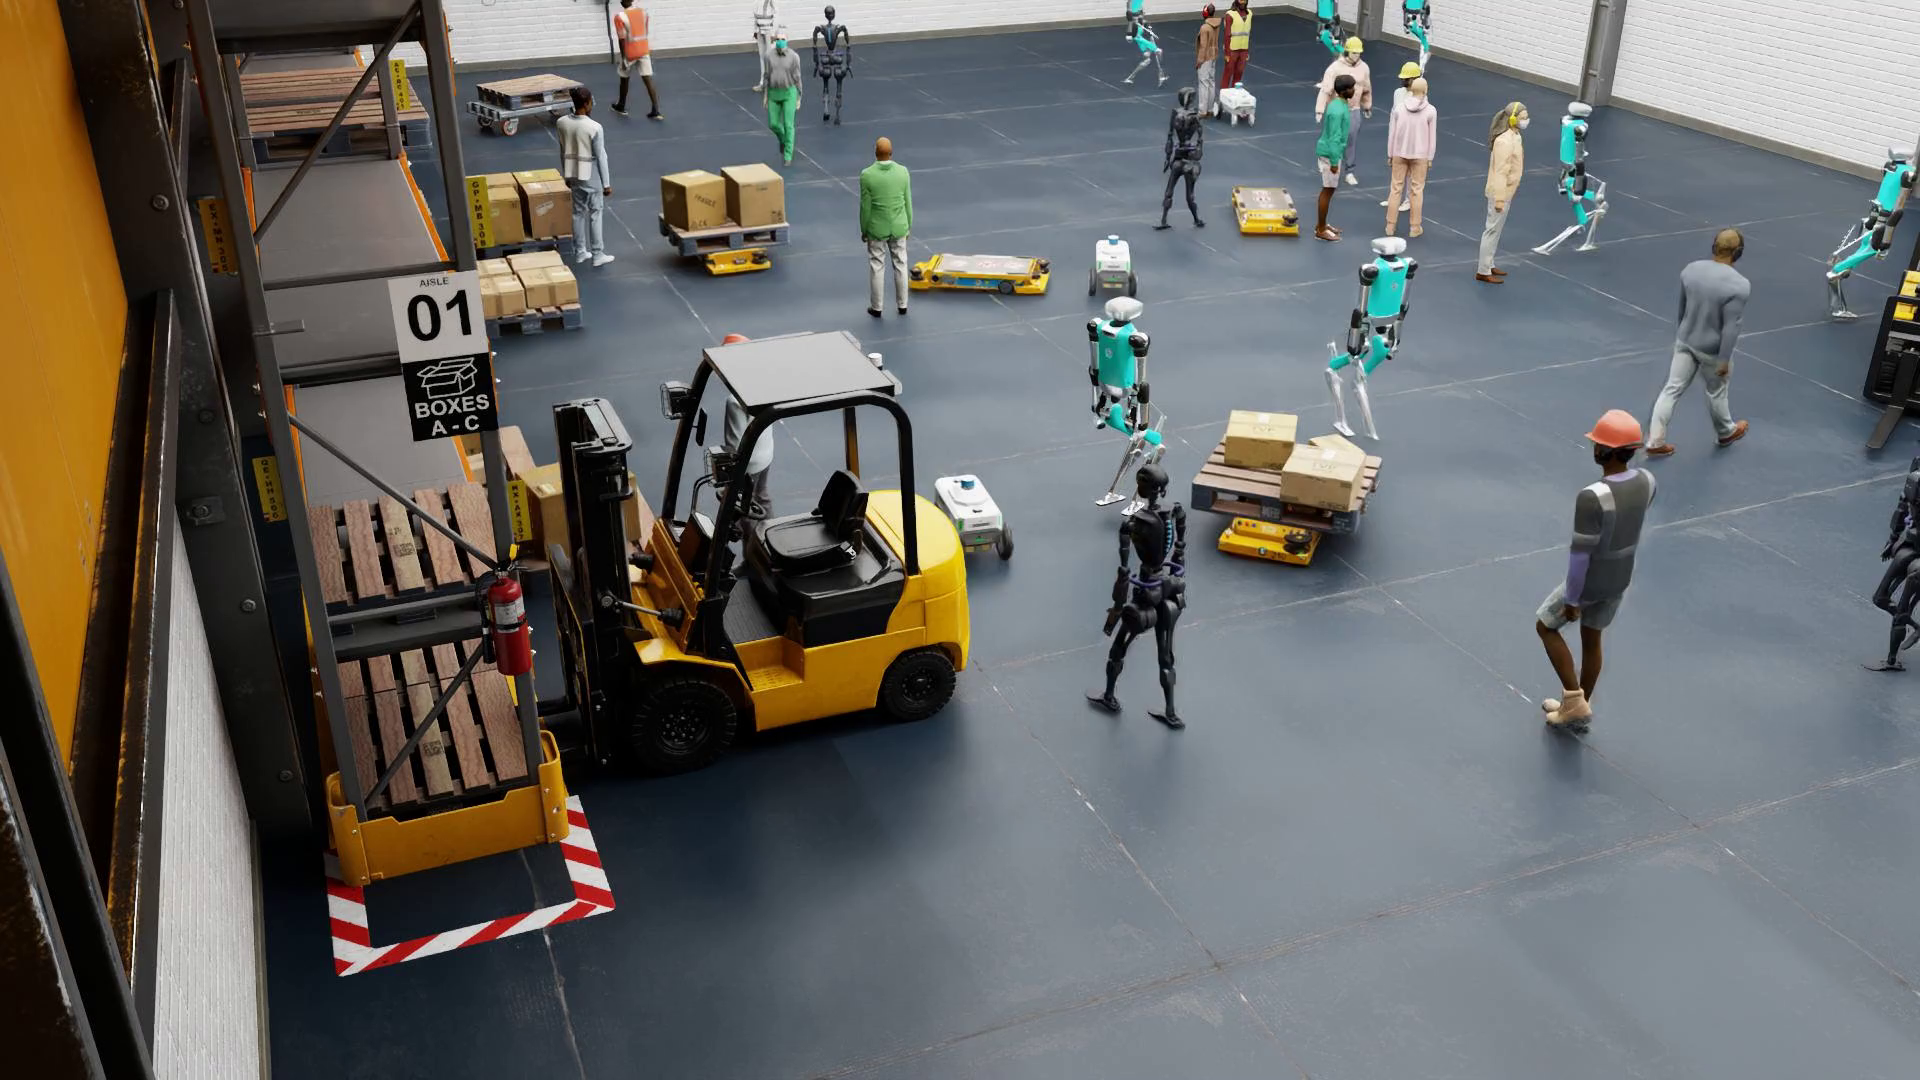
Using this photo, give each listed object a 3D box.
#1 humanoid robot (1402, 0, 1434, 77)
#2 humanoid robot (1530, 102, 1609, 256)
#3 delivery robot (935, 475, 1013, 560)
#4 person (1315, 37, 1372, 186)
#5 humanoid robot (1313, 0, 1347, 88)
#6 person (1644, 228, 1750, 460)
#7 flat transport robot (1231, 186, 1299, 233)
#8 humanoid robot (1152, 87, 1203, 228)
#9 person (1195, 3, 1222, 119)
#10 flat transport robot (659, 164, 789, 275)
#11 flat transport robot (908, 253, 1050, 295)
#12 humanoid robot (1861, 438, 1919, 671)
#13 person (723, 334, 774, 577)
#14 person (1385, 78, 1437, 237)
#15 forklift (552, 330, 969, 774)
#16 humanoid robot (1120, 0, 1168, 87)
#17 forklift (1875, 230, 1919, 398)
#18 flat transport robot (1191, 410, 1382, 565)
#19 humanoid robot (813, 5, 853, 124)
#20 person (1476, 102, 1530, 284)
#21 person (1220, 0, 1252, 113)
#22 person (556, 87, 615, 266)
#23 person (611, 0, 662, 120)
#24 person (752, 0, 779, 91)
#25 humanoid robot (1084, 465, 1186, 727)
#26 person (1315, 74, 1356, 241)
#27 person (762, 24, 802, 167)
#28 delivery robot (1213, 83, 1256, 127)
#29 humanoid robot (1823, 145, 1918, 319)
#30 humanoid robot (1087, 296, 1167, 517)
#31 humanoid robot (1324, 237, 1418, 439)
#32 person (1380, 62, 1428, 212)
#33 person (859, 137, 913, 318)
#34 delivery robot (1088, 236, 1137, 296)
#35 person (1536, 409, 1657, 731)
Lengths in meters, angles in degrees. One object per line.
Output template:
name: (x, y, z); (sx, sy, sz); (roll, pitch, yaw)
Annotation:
humanoid robot: (7.529, -8.394, 27.054); (0.811, 1.774, 0.556); (-18, 32, -32)
humanoid robot: (6.798, -3.874, 18.076); (1.007, 1.745, 0.556); (-1, 27, -3)
delivery robot: (0.059, -0.187, 12.012); (0.499, 0.568, 0.747); (-7, 28, -13)
person: (4.892, -5.529, 21.267); (0.826, 1.816, 0.920); (-4, 27, -9)
humanoid robot: (5.953, -7.986, 26.264); (0.794, 1.791, 0.530); (-13, 29, -24)
person: (6.013, -1.578, 13.322); (1.016, 1.880, 0.633); (-15, 30, -27)
flat transport robot: (3.623, -3.936, 19.817); (0.659, 0.231, 1.431); (2, 27, 3)
humanoid robot: (2.568, -4.382, 19.172); (0.665, 1.647, 0.587); (-19, 32, -33)
person: (3.636, -7.040, 24.447); (0.331, 1.651, 0.470); (17, 31, 31)
flat transport robot: (-2.619, -3.246, 18.444); (0.659, 0.231, 1.431); (-11, 29, -21)
flat transport robot: (0.213, -2.813, 17.582); (1.431, 0.231, 0.659); (4, 27, 7)
humanoid robot: (5.997, 0.069, 10.293); (0.427, 1.645, 0.608); (1, 27, 2)
person: (-1.479, -0.588, 11.516); (0.351, 1.738, 0.575); (8, 28, 15)
person: (5.128, -4.347, 18.949); (0.526, 1.781, 0.405); (11, 29, 20)
forklift: (-1.094, 0.010, 9.831); (2.313, 2.155, 1.214); (-10, 28, -20)
humanoid robot: (3.057, -8.113, 26.519); (0.974, 1.772, 0.530); (13, 30, 24)
forklift: (9.029, -2.397, 14.618); (1.214, 2.155, 2.313); (18, 32, 32)
flat transport robot: (2.434, -0.236, 12.457); (0.659, 0.231, 1.431); (11, 29, 21)
humanoid robot: (-1.850, -6.897, 24.133); (0.589, 1.645, 0.375); (0, 27, 1)
person: (5.678, -3.657, 17.474); (0.393, 1.875, 0.565); (12, 29, 22)
person: (4.119, -7.292, 24.823); (0.467, 1.769, 0.378); (-15, 31, -28)
person: (-4.042, -3.905, 17.936); (0.597, 1.909, 0.399); (12, 29, 23)
person: (-4.800, -7.164, 24.418); (0.607, 1.913, 1.018); (-23, 34, -37)
person: (-3.047, -7.962, 26.026); (0.356, 1.886, 0.573); (-21, 34, -36)
humanoid robot: (1.085, 0.305, 9.830); (0.612, 1.634, 0.656); (-21, 33, -35)
person: (4.229, -4.345, 18.872); (0.398, 1.849, 0.491); (6, 27, 13)
person: (-2.336, -5.899, 21.987); (0.530, 1.825, 0.617); (3, 27, 6)
delivery robot: (4.060, -6.393, 24.390); (0.499, 0.600, 0.802); (-5, 27, -10)
humanoid robot: (8.745, -2.895, 16.237); (0.735, 1.898, 0.543); (3, 27, 6)
humanoid robot: (1.297, -1.010, 12.220); (0.735, 1.671, 0.533); (-23, 35, -38)
humanoid robot: (3.283, -1.673, 13.659); (0.532, 1.775, 0.711); (-13, 30, -25)
person: (5.335, -4.839, 19.957); (0.334, 1.756, 0.516); (-16, 31, -29)
person: (-0.729, -3.079, 16.427); (0.538, 1.784, 0.383); (-8, 28, -15)
delivery robot: (1.593, -2.859, 17.372); (0.499, 0.608, 0.784); (1, 27, 3)
person: (3.655, 0.199, 9.638); (0.612, 2.022, 0.429); (-13, 30, -24)
